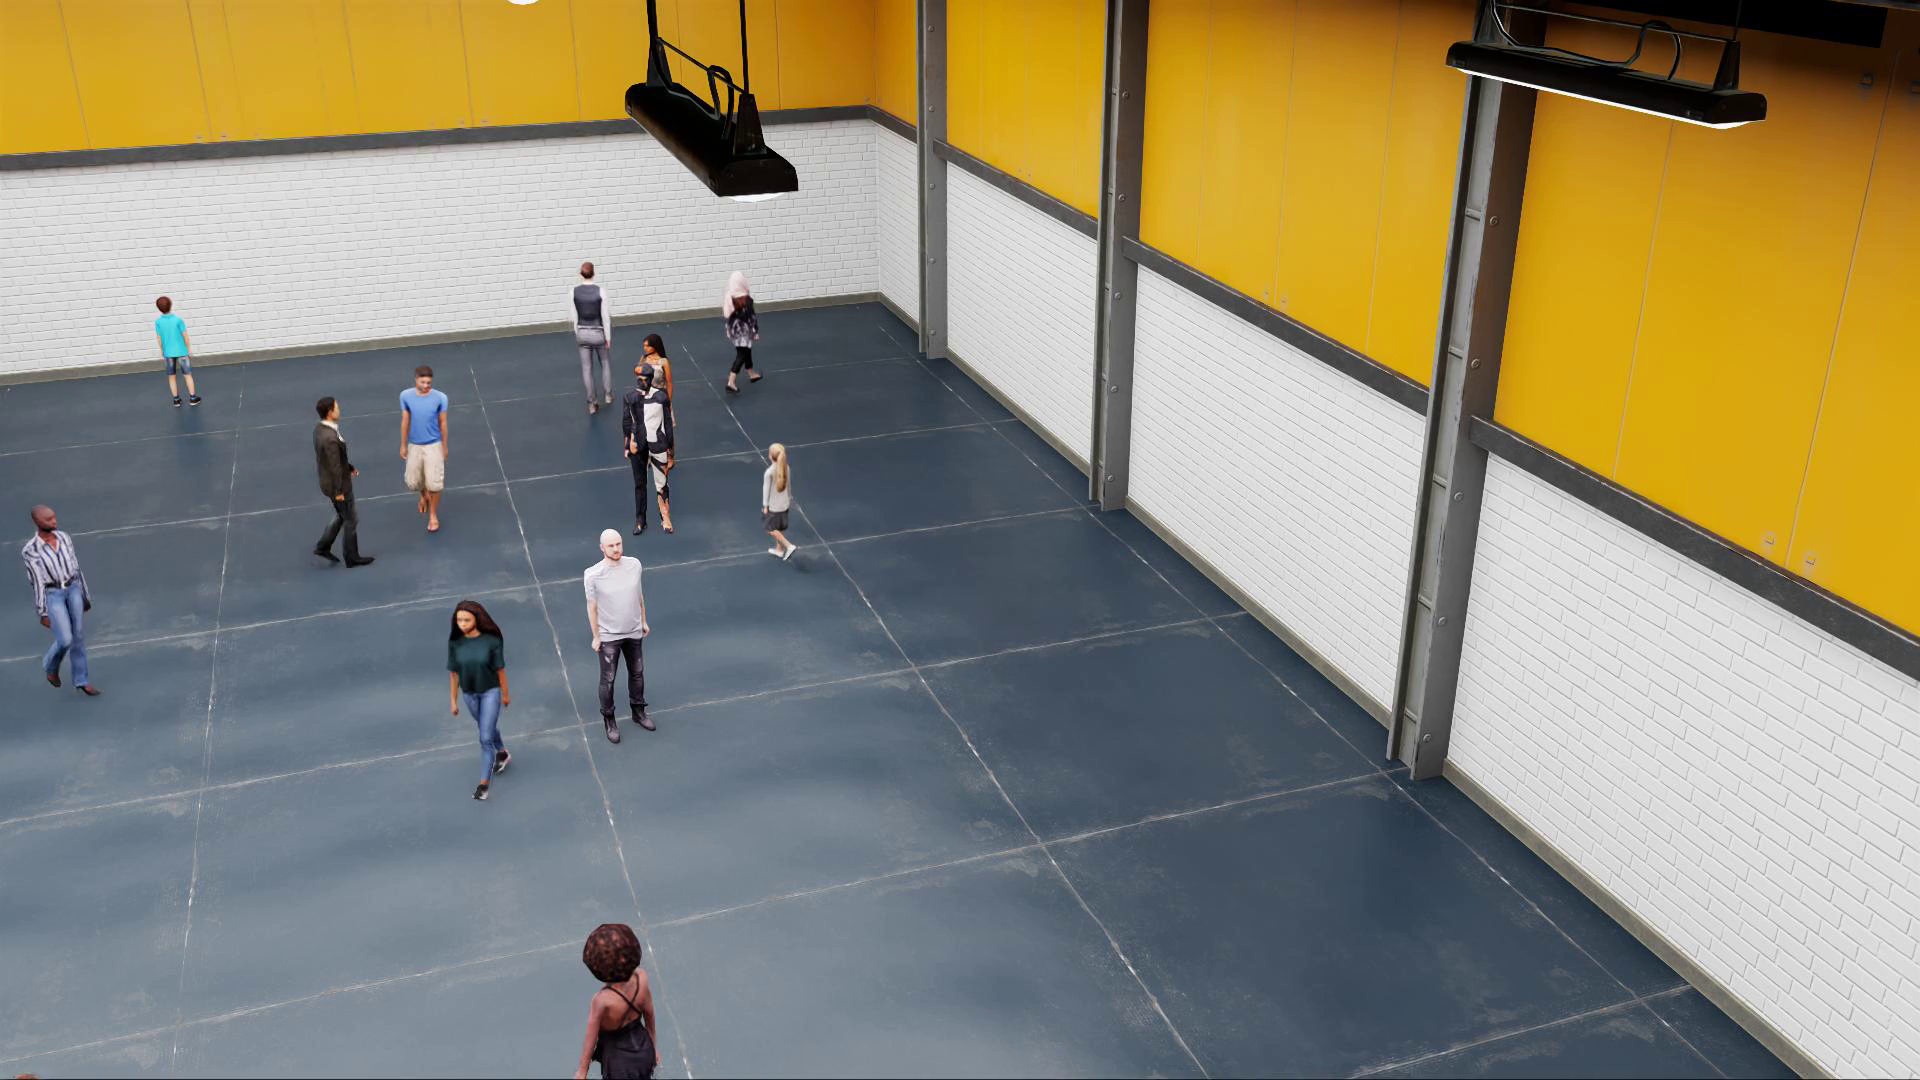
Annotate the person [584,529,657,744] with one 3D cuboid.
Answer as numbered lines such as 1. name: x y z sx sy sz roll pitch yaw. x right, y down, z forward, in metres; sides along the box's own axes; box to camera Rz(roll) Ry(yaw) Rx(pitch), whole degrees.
1. person: -2.823 0.755 13.782 0.727 1.832 0.678 -16 28 -33

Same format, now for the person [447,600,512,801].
1. person: -3.749 1.181 13.125 0.880 1.579 1.137 1 24 3

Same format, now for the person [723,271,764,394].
1. person: -2.939 -2.721 22.027 1.107 1.598 1.077 16 28 33

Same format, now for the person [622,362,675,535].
1. person: -3.314 -0.994 17.711 0.742 1.891 0.681 -2 24 -5

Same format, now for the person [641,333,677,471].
1. person: -3.546 -1.639 19.503 0.707 1.637 0.771 11 26 24

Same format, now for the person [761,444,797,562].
1. person: -1.842 -0.365 17.059 0.785 1.261 0.692 17 29 34

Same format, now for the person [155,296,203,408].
1. person: -10.206 -2.461 21.619 0.550 1.448 0.512 -4 24 -10

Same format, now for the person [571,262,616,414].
1. person: -4.729 -2.577 21.301 0.836 1.915 0.979 -1 24 -2

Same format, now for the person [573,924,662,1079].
1. person: -1.735 2.888 8.987 0.972 1.766 0.875 13 27 27

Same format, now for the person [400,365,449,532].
1. person: -5.734 -1.043 17.893 0.810 1.834 0.911 -1 24 -2

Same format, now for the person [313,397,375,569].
1. person: -6.407 -0.567 16.867 0.870 1.785 0.854 -12 26 -26

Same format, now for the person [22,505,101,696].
1. person: -7.831 0.534 14.352 0.891 1.782 0.830 8 25 18
